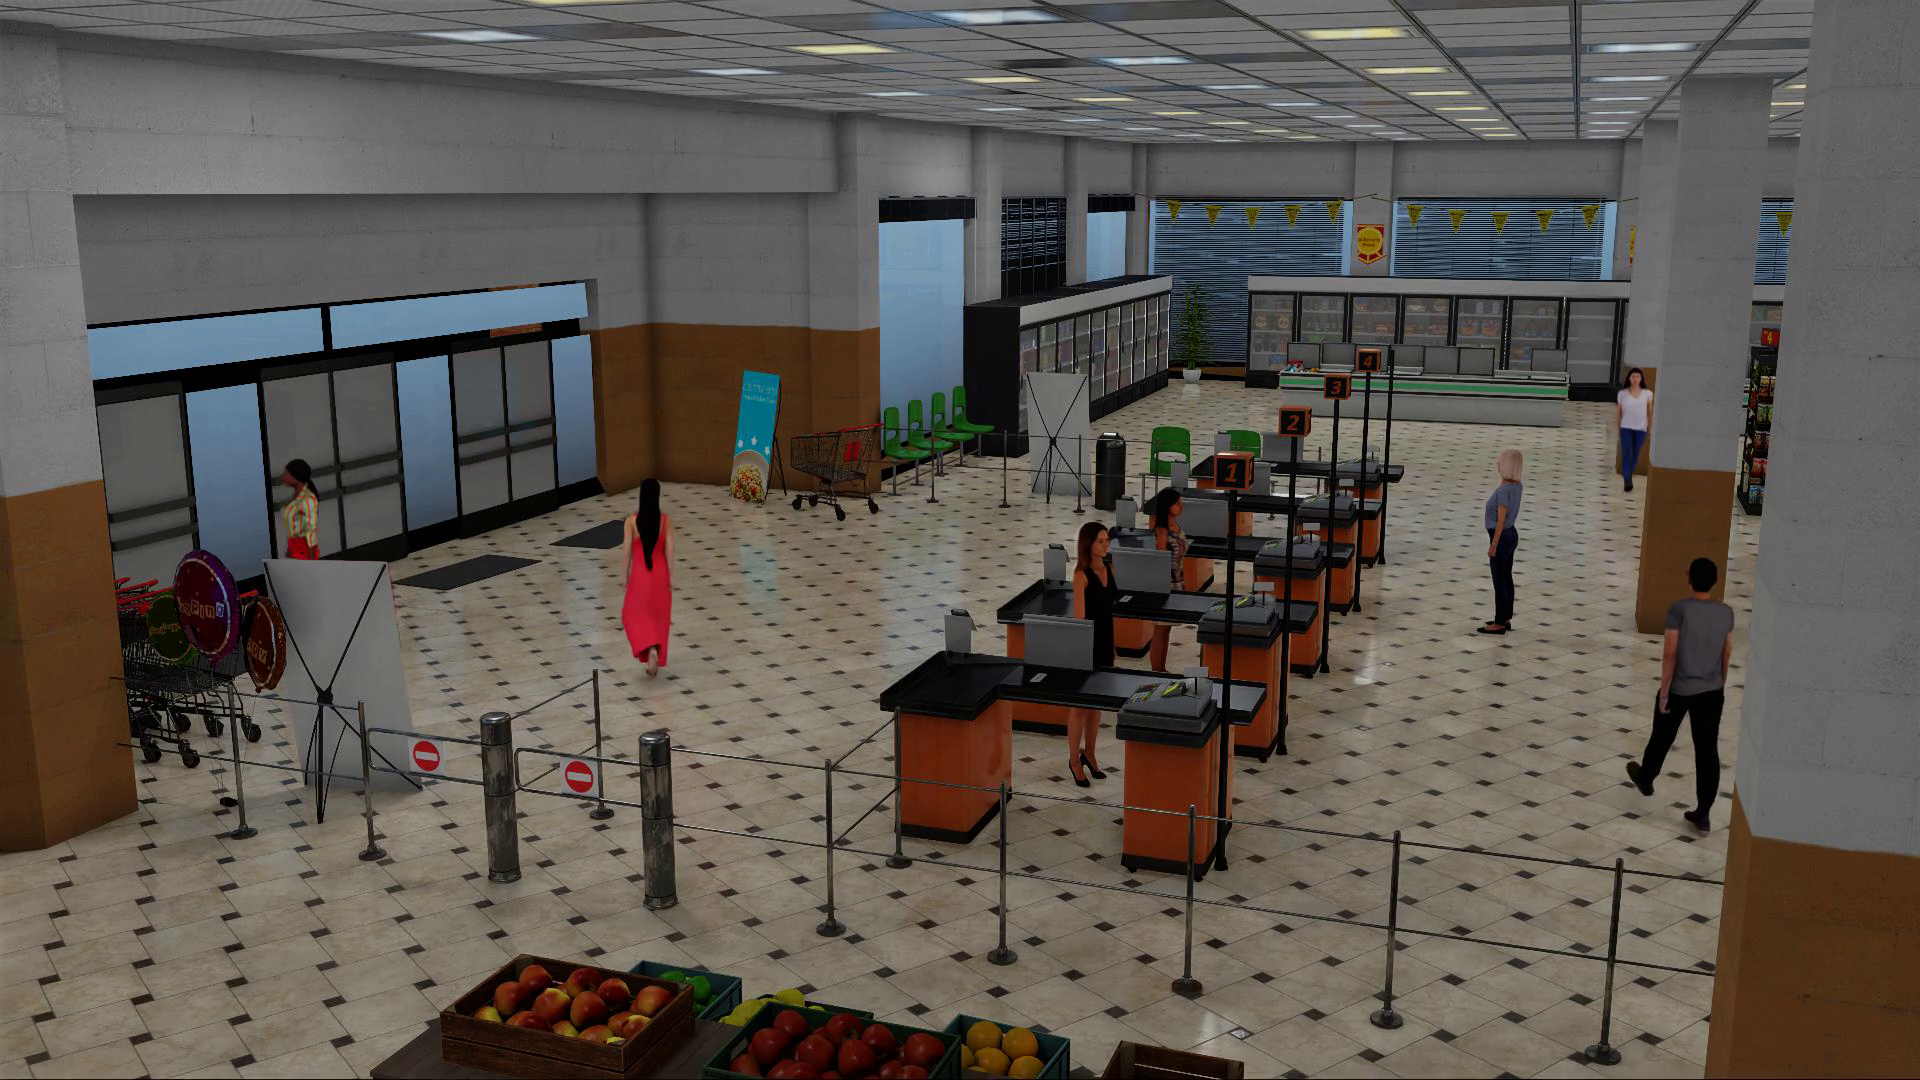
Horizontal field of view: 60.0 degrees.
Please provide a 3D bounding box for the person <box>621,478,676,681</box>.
[{"bbox_3d":[-2.544,0.361,13.687,0.881,1.707,0.932,-5,13,-21],"label":"person"}]

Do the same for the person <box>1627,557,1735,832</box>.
[{"bbox_3d":[4.705,1.006,10.604,1.128,1.716,0.969,0,12,0],"label":"person"}]

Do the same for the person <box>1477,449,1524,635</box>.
[{"bbox_3d":[5.019,0.006,15.341,0.587,1.721,0.625,8,14,33],"label":"person"}]

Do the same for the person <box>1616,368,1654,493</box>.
[{"bbox_3d":[9.105,-1.458,22.500,1.062,1.636,0.756,3,12,14],"label":"person"}]

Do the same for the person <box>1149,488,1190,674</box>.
[{"bbox_3d":[1.700,0.384,13.729,0.521,1.645,0.651,5,13,22],"label":"person"}]

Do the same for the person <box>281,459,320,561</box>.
[{"bbox_3d":[-5.564,0.182,14.347,0.838,1.786,0.786,-7,14,-30],"label":"person"}]

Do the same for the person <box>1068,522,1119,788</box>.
[{"bbox_3d":[0.910,0.778,11.398,0.632,1.834,0.647,10,15,39],"label":"person"}]
